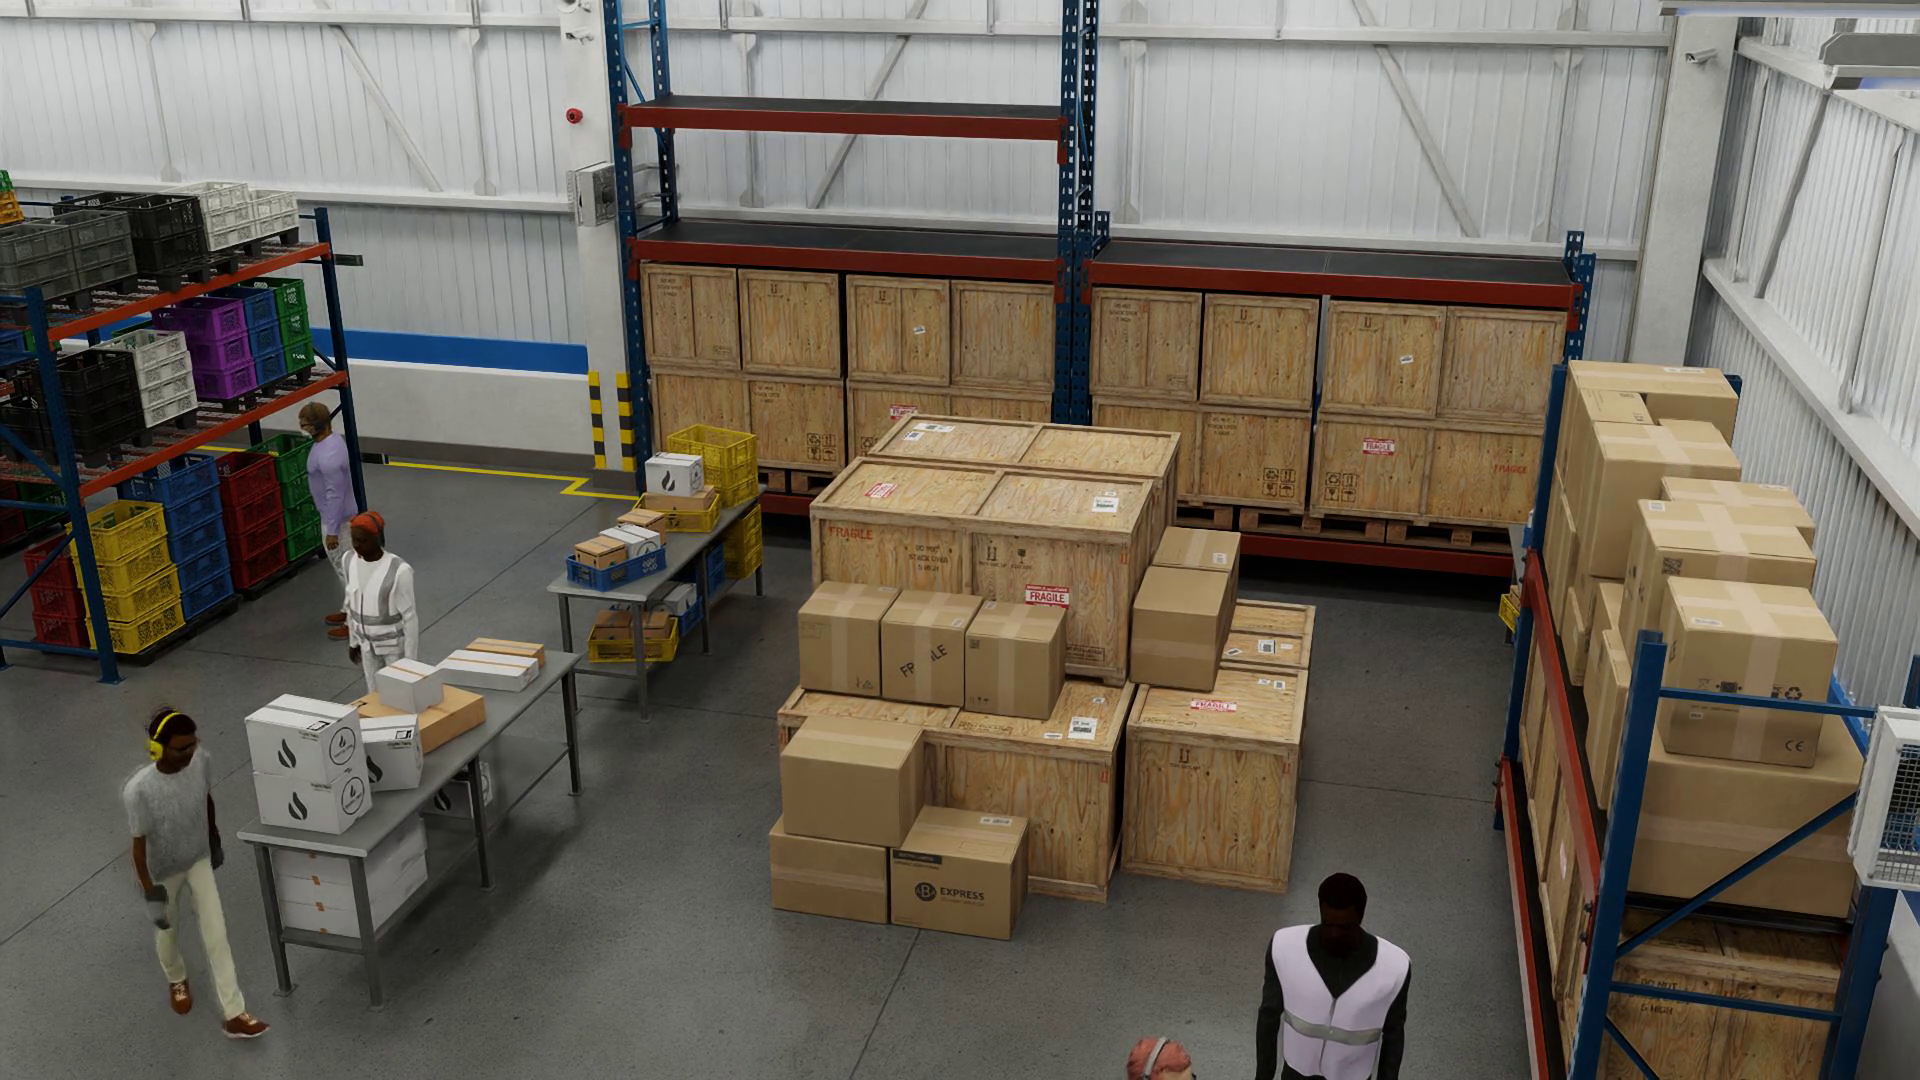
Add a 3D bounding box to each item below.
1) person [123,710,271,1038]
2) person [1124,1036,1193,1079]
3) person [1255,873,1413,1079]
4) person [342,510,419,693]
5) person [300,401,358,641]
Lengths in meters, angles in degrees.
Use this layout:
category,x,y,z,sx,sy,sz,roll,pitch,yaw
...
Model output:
category,x,y,z,sx,sy,sz,roll,pitch,yaw
person,-3.914,1.686,8.449,0.945,1.811,0.539,16,26,36
person,0.662,2.589,5.977,0.399,1.900,0.650,14,25,33
person,1.530,2.208,6.940,0.596,1.916,0.370,5,22,14
person,-3.796,0.694,10.971,0.579,1.878,0.360,10,23,25
person,-4.939,-0.164,13.122,0.373,1.938,0.630,-8,22,-19
